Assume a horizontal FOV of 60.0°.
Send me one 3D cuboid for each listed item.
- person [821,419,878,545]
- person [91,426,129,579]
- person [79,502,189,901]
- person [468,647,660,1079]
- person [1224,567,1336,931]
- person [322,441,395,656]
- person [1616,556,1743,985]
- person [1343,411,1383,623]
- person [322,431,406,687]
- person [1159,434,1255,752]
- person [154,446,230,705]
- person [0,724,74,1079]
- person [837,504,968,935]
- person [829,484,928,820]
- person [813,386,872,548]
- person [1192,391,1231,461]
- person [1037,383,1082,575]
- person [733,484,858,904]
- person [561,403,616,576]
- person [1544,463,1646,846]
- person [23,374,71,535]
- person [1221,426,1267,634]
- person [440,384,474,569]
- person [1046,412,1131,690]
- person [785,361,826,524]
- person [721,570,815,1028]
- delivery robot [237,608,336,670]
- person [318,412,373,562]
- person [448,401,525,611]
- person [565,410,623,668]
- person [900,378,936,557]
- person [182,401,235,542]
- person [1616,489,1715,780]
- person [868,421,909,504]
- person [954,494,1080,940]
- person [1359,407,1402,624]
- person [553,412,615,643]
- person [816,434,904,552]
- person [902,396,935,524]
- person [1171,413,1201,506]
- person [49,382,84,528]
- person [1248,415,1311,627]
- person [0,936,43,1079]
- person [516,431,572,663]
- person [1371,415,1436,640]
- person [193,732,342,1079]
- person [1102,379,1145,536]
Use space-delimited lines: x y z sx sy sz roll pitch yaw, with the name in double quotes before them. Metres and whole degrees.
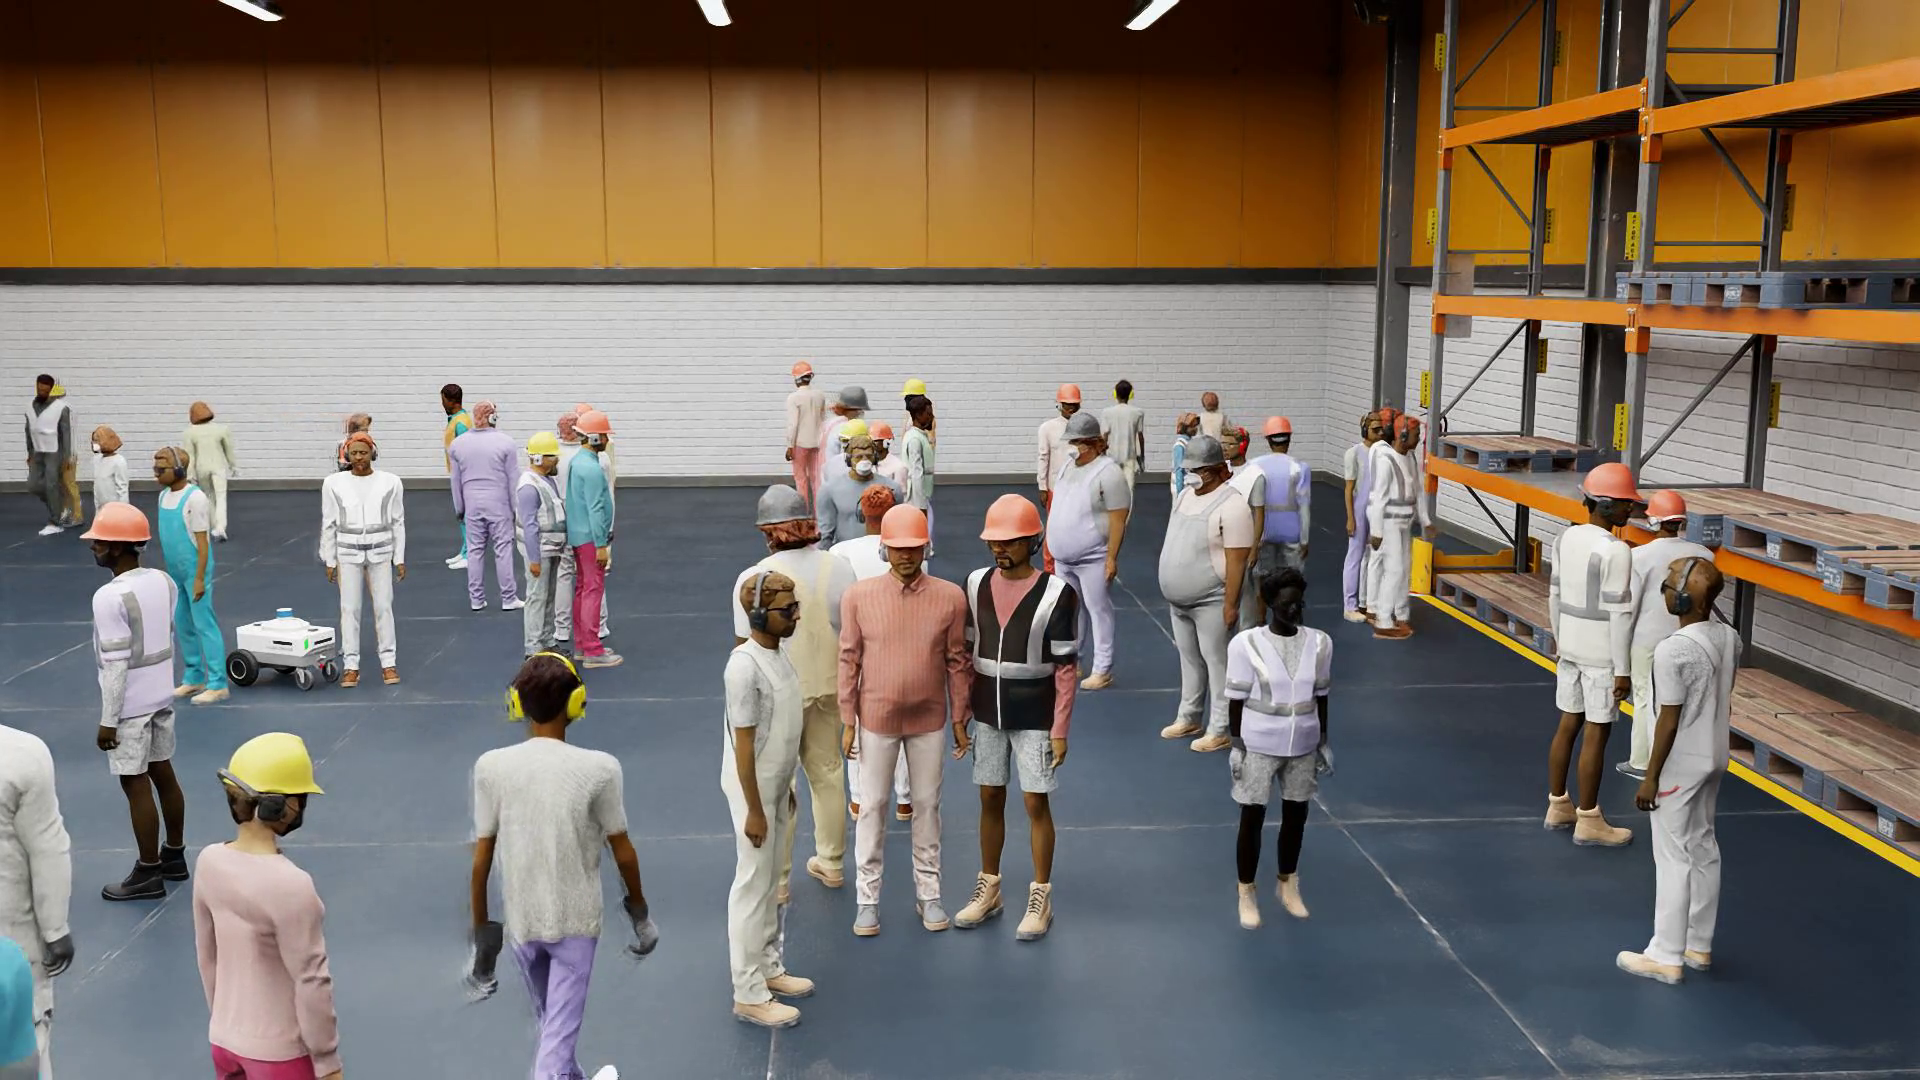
"person" -0.878 -0.102 13.953 0.600 1.829 0.404 7 11 37
"person" -7.933 -0.256 15.572 0.493 1.625 0.280 7 11 36
"person" -4.014 0.777 8.085 0.343 1.942 0.552 1 9 4
"person" -1.298 1.257 5.460 0.519 1.817 0.962 2 9 14
"person" 1.486 0.961 7.762 0.566 1.701 0.414 -2 9 -13
"person" -4.774 0.059 13.218 0.567 1.743 0.351 -1 9 -5
"person" 3.097 0.978 7.133 0.508 1.847 0.345 -6 11 -34
"person" 3.572 -0.204 14.551 0.506 1.846 0.345 -6 11 -34
"person" -4.385 0.142 12.267 0.575 1.882 0.355 -3 10 -20
"person" 1.532 0.321 10.644 0.535 2.000 0.680 -5 10 -27
"person" -5.468 0.246 11.763 0.507 1.840 0.343 6 11 32
"person" -3.170 1.234 5.341 0.642 1.905 0.399 -1 9 -7
"person" -0.260 0.820 7.648 0.608 1.996 0.381 -2 9 -9
"person" -0.444 0.627 9.221 0.573 1.883 0.356 0 9 3
"person" -1.060 -0.492 15.747 0.780 2.000 0.716 -4 10 -22
"person" 3.011 -0.987 20.159 0.519 1.627 0.358 0 9 -2
"person" 1.029 -0.506 15.980 0.612 1.995 0.377 -4 10 -23
"person" -0.845 0.727 8.095 0.676 2.000 0.536 -7 11 -38
"person" -3.733 -0.502 16.701 0.563 1.755 0.320 -4 10 -25
"person" 3.399 0.601 8.881 0.376 2.040 0.616 -2 9 -12
"person" -10.664 -1.001 19.430 0.627 1.883 0.452 3 9 16
"person" 2.187 0.020 13.138 0.389 1.847 0.563 -5 11 -31
"person" -5.159 -0.663 17.226 0.390 1.914 0.587 -3 10 -19
"person" 0.886 0.071 12.211 0.536 2.000 0.688 -7 11 -36
"person" -1.879 -1.161 20.097 0.390 1.991 0.625 7 12 38
"person" -0.786 1.033 6.779 0.347 1.847 0.505 2 9 10
"delivery robot" -4.986 0.749 12.312 0.707 0.478 0.477 4 10 21
"person" -6.345 -0.527 17.290 0.599 1.617 0.544 3 10 18
"person" -4.240 -0.300 14.990 0.638 1.901 0.402 1 9 7
"person" -2.842 -0.011 12.893 0.406 1.987 0.613 -4 10 -25
"person" -0.462 -0.764 17.805 0.370 1.928 0.585 -4 10 -26
"person" -8.570 -0.791 19.000 0.518 1.595 0.824 -4 10 -22
"person" 4.209 0.566 9.986 0.562 1.756 0.321 -1 9 -3
"person" -0.704 -0.178 14.677 0.559 1.752 0.326 8 12 43
"person" 0.240 0.803 7.610 0.608 2.044 0.370 5 10 28
"person" 3.672 -0.217 14.501 0.337 1.884 0.583 0 9 0
"person" -3.186 -0.107 13.759 0.652 1.904 0.402 -3 9 -15
"person" -0.682 0.231 11.531 0.632 1.940 0.372 -3 10 -21
"person" -0.390 -0.372 15.375 0.392 1.919 0.592 0 9 -3
"person" 2.287 -0.471 16.883 0.308 1.636 0.524 4 10 22
"person" -10.799 -1.018 19.956 0.537 1.759 0.344 5 10 28
"person" 2.552 -0.055 13.430 0.559 1.904 0.640 4 10 23
"person" -2.275 1.467 3.516 0.645 2.018 0.499 -4 10 -24
"person" -3.235 0.065 12.942 0.405 1.824 0.589 0 9 1
"person" 3.673 -0.108 13.890 0.456 1.869 0.568 6 11 33
"person" -1.919 1.411 4.690 0.523 1.759 0.333 6 11 34
"person" 1.877 -0.935 19.185 0.497 1.845 0.807 2 9 10
